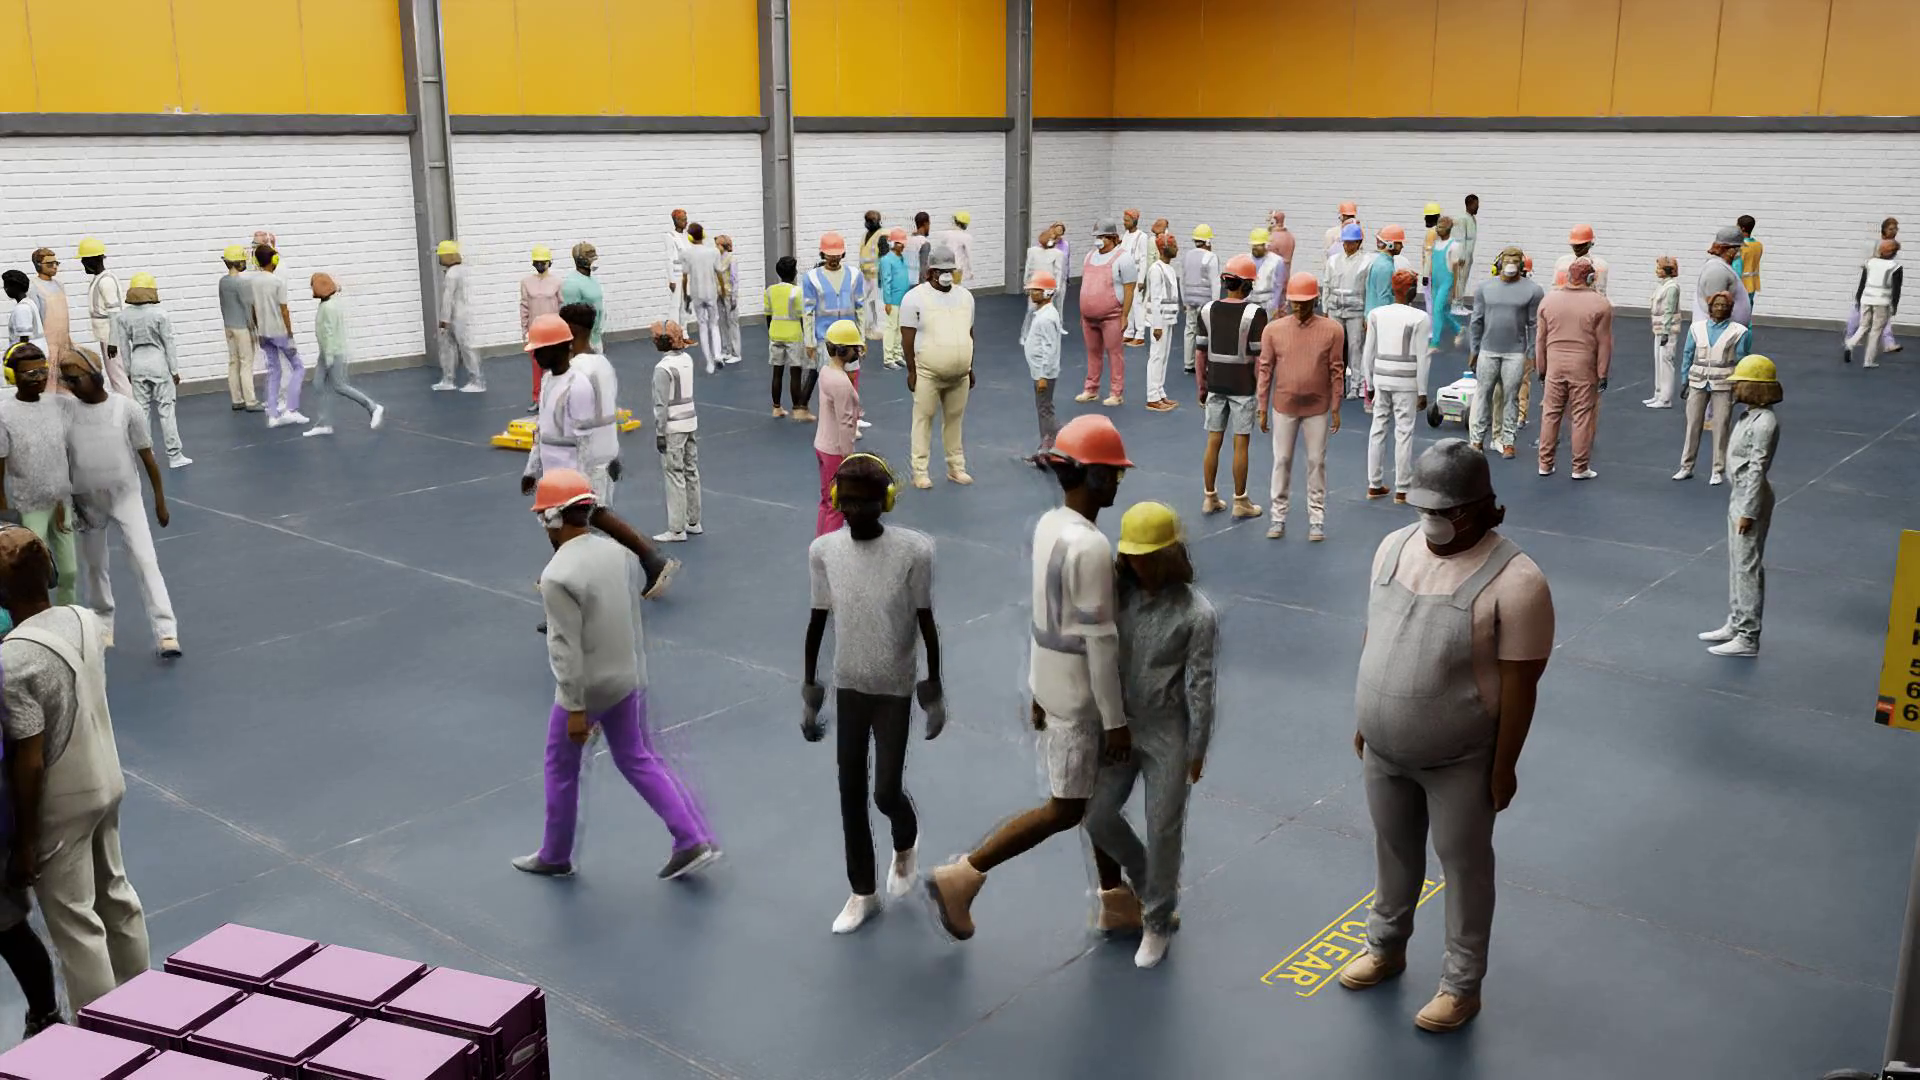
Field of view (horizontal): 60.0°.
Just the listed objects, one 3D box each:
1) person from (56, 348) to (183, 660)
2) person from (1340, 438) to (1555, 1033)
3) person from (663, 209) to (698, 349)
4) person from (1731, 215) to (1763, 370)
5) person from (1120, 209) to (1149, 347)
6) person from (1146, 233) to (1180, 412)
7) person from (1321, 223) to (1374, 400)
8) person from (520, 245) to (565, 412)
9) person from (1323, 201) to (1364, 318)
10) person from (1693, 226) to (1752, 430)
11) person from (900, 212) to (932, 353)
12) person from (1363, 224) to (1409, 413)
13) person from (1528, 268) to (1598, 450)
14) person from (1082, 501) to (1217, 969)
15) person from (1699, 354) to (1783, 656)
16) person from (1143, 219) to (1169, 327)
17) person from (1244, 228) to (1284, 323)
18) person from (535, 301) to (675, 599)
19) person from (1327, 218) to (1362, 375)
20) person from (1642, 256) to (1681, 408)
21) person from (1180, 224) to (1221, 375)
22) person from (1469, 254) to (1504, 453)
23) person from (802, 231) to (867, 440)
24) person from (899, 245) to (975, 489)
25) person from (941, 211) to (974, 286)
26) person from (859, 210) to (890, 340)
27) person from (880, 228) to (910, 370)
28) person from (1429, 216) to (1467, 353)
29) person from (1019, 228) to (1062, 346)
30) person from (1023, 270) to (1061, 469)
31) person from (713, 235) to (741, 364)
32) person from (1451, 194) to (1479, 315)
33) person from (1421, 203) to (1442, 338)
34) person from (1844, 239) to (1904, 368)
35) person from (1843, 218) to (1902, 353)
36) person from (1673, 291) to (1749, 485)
[{"bbox_3d":[-4.807,-0.187,9.436,0.605,1.798,0.844,-4,15,-15],"label":"person"},{"bbox_3d":[1.589,0.638,5.623,0.535,2.000,0.680,-10,17,-35],"label":"person"},{"bbox_3d":[-3.831,-3.579,22.795,0.355,1.883,0.572,5,15,21],"label":"person"},{"bbox_3d":[9.706,-3.061,20.653,0.589,1.920,0.398,-11,18,-38],"label":"person"},{"bbox_3d":[2.383,-3.617,22.963,0.346,1.878,0.579,-7,16,-27],"label":"person"},{"bbox_3d":[2.174,-2.328,17.796,0.343,1.881,0.585,5,15,20],"label":"person"},{"bbox_3d":[4.304,-2.535,18.490,0.605,1.950,0.381,9,17,33],"label":"person"},{"bbox_3d":[-4.415,-2.244,17.695,0.525,1.772,0.304,1,14,3],"label":"person"},{"bbox_3d":[5.238,-3.611,22.697,0.622,1.994,0.381,-5,15,-20],"label":"person"},{"bbox_3d":[7.636,-2.132,16.692,0.536,2.000,0.688,5,15,19],"label":"person"},{"bbox_3d":[-0.566,-3.361,21.944,0.644,1.896,0.609,-7,16,-26],"label":"person"},{"bbox_3d":[4.499,-2.340,17.631,0.405,1.988,0.614,3,14,11],"label":"person"},{"bbox_3d":[5.697,-1.680,15.570,0.716,1.703,0.536,-7,16,-27],"label":"person"},{"bbox_3d":[0.672,0.699,6.015,0.490,1.726,0.363,8,16,30],"label":"person"},{"bbox_3d":[4.521,-0.202,9.603,0.314,1.736,0.485,4,15,15],"label":"person"},{"bbox_3d":[2.984,-4.048,25.214,0.325,1.623,0.510,9,17,33],"label":"person"},{"bbox_3d":[3.565,-2.819,19.895,0.589,1.814,0.441,7,16,26],"label":"person"},{"bbox_3d":[-2.301,-0.559,10.681,0.921,1.928,0.651,1,14,4],"label":"person"},{"bbox_3d":[4.718,-2.963,20.315,0.395,1.900,0.647,-4,15,-16],"label":"person"},{"bbox_3d":[7.600,-2.240,17.960,0.320,1.628,0.508,2,14,9],"label":"person"},{"bbox_3d":[2.933,-2.896,20.158,0.403,1.837,0.587,-12,18,-39],"label":"person"},{"bbox_3d":[4.970,-1.717,15.396,0.508,1.865,0.328,-2,14,-7],"label":"person"},{"bbox_3d":[-1.199,-1.955,16.027,0.612,2.028,0.409,-5,15,-18],"label":"person"},{"bbox_3d":[-0.136,-1.459,14.003,0.683,2.000,0.538,-8,16,-28],"label":"person"},{"bbox_3d":[-0.066,-4.118,25.269,0.534,1.718,0.583,9,17,31],"label":"person"},{"bbox_3d":[-1.252,-3.747,23.572,0.521,1.829,0.652,-9,17,-32],"label":"person"},{"bbox_3d":[-0.780,-3.014,20.803,0.335,1.747,0.574,6,15,23],"label":"person"},{"bbox_3d":[6.525,-3.410,22.243,0.702,1.833,0.515,-5,15,-18],"label":"person"},{"bbox_3d":[1.095,-3.488,22.981,0.601,1.612,0.393,2,14,6],"label":"person"},{"bbox_3d":[0.731,-1.517,14.807,0.319,1.755,0.573,0,14,-1],"label":"person"},{"bbox_3d":[-2.996,-3.088,21.327,0.310,1.638,0.523,-10,17,-34],"label":"person"},{"bbox_3d":[8.119,-4.591,26.768,0.370,1.916,0.597,8,16,29],"label":"person"},{"bbox_3d":[6.760,-3.866,23.881,0.391,1.918,0.580,8,16,29],"label":"person"},{"bbox_3d":[11.442,-2.949,20.795,0.436,1.622,0.537,-8,16,-28],"label":"person"},{"bbox_3d":[12.362,-3.428,22.397,0.512,1.786,0.987,-3,14,-12],"label":"person"},{"bbox_3d":[6.397,-1.298,14.161,0.523,1.645,0.306,12,18,40],"label":"person"}]
